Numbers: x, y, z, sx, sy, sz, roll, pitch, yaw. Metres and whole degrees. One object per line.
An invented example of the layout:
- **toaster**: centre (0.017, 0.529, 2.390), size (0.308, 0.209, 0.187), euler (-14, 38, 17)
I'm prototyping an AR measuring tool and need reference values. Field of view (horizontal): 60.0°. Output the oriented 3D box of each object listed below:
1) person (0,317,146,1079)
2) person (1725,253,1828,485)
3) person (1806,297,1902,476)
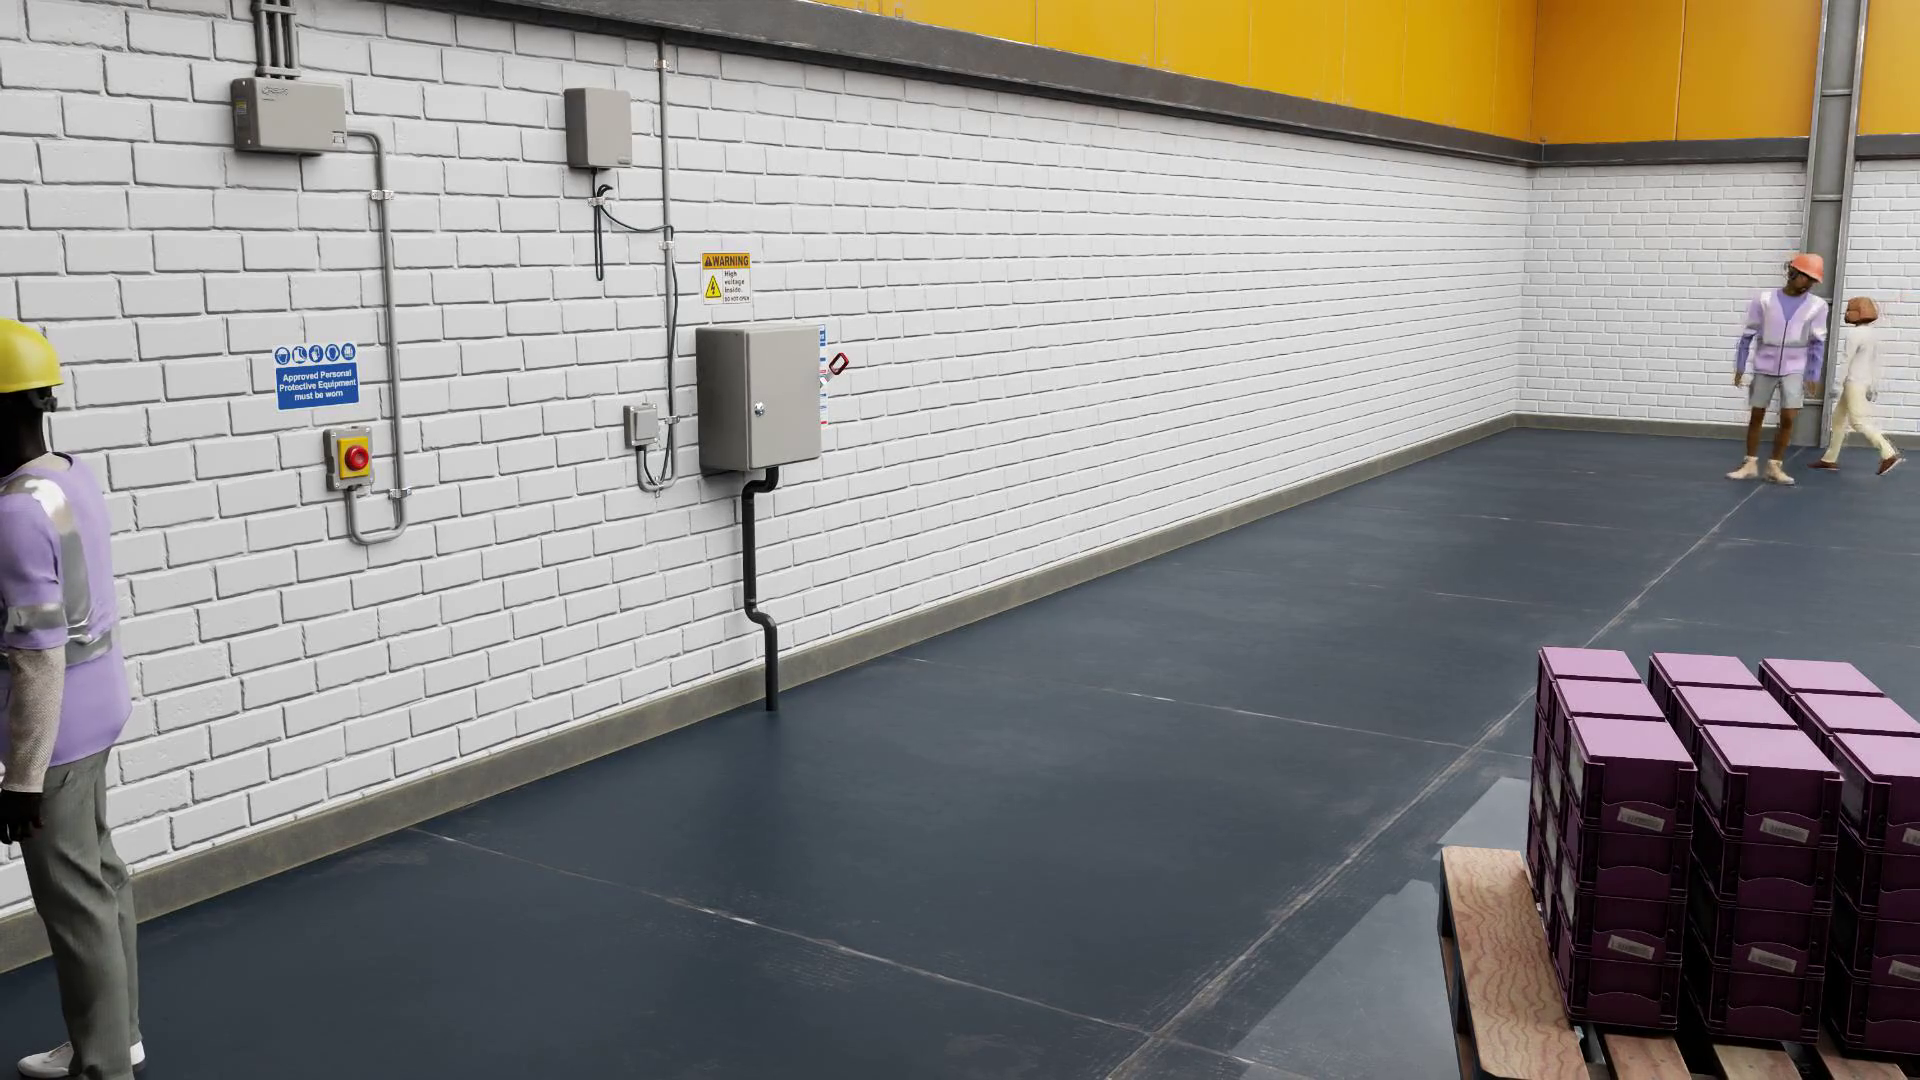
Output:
- **person**: centre (-2.161, 0.444, 3.921), size (0.366, 1.927, 0.585), euler (-4, 11, -19)
- **person**: centre (7.058, -1.464, 14.348), size (0.695, 1.989, 0.523), euler (5, 11, 24)
- **person**: centre (8.118, -1.387, 14.972), size (0.796, 1.601, 0.501), euler (10, 14, 44)
